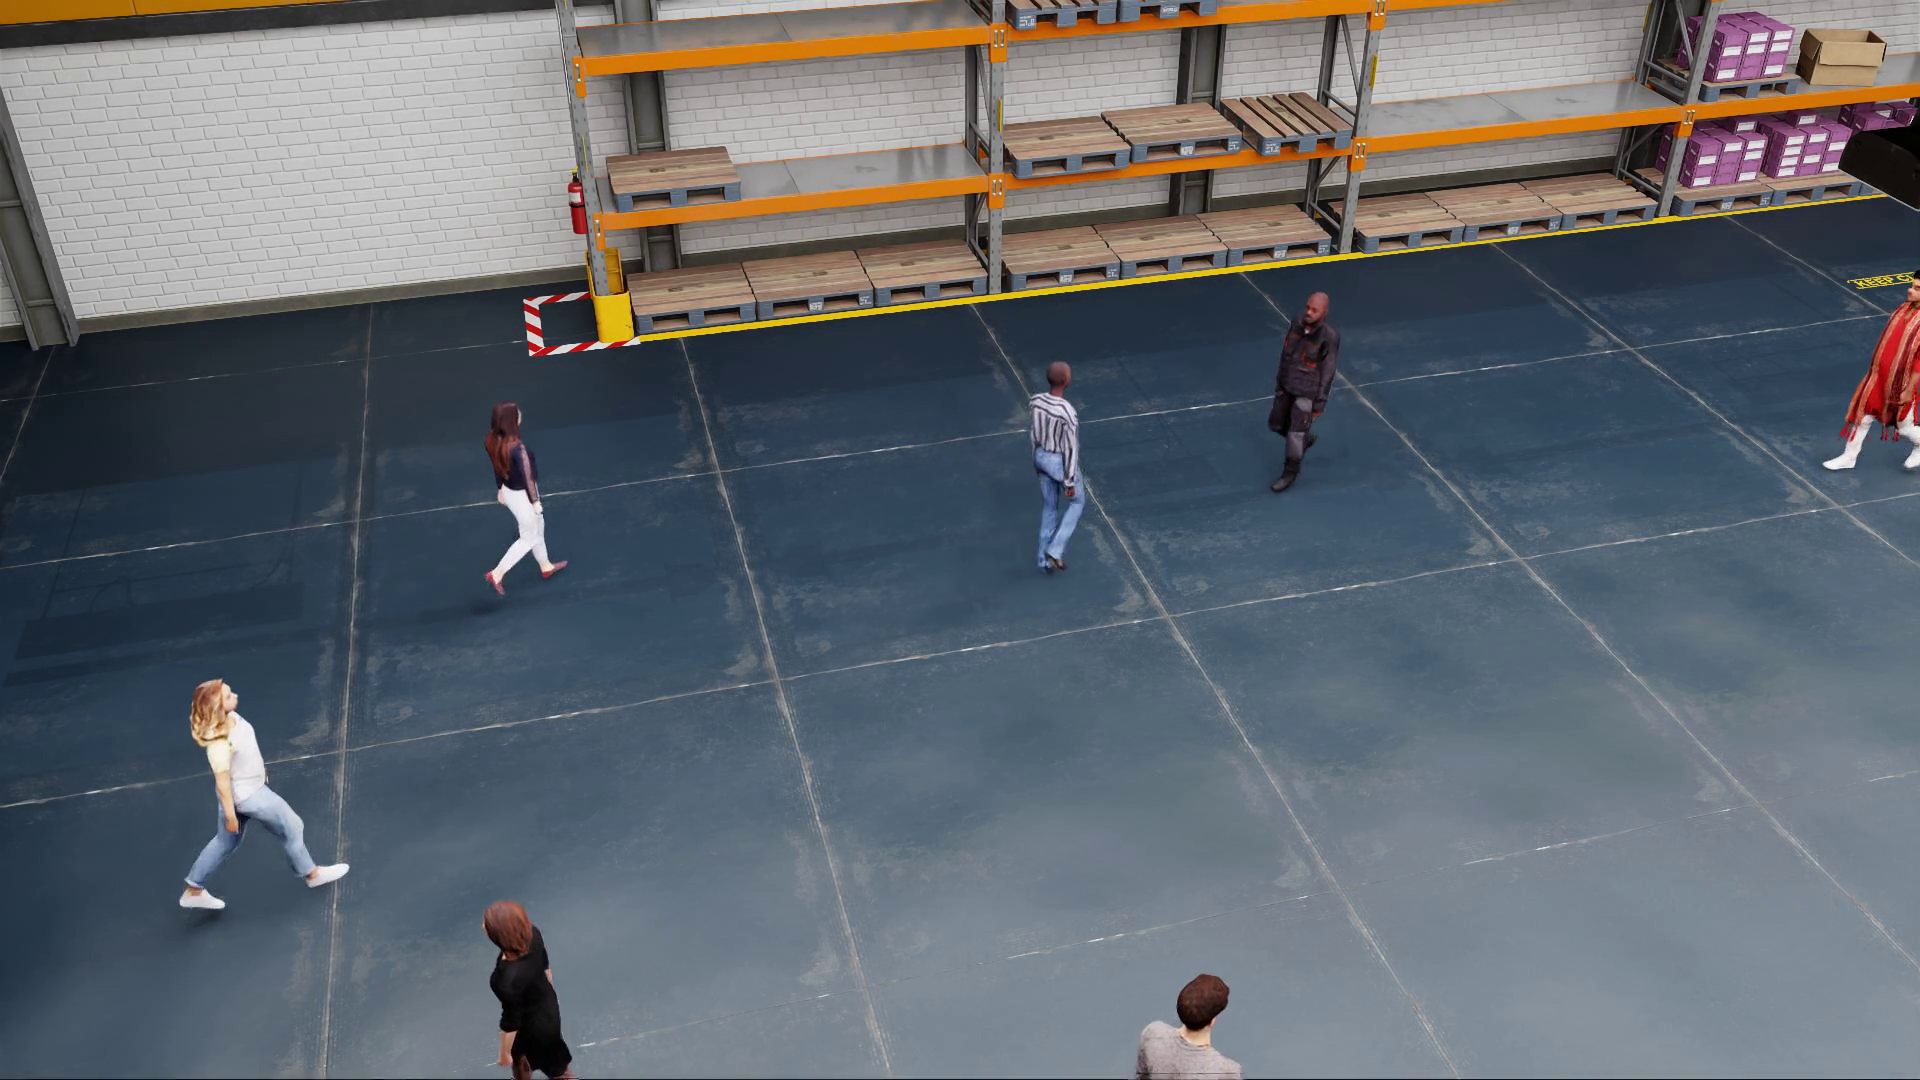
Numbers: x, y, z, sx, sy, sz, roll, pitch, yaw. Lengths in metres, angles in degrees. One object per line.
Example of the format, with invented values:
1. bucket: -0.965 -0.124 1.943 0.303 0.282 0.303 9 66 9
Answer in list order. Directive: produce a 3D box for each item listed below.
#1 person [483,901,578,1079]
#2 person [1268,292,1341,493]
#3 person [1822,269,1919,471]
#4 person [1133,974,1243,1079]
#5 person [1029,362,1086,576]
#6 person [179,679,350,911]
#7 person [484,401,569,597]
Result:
1. person: -2.039 2.434 8.342 0.901 1.685 0.743 0 34 1
2. person: 2.915 -1.286 13.825 0.989 1.811 0.889 -21 39 -28
3. person: 7.948 -1.353 13.953 1.122 1.779 0.709 -7 34 -10
4. person: 0.950 2.802 7.620 1.126 1.869 1.277 25 41 33
5. person: 0.653 -0.486 12.653 0.792 1.774 0.765 -27 42 -34
6. person: -4.291 1.525 9.715 1.229 1.677 0.777 -15 37 -22
7. person: -3.351 -0.278 12.512 1.048 1.585 0.862 -27 42 -34
